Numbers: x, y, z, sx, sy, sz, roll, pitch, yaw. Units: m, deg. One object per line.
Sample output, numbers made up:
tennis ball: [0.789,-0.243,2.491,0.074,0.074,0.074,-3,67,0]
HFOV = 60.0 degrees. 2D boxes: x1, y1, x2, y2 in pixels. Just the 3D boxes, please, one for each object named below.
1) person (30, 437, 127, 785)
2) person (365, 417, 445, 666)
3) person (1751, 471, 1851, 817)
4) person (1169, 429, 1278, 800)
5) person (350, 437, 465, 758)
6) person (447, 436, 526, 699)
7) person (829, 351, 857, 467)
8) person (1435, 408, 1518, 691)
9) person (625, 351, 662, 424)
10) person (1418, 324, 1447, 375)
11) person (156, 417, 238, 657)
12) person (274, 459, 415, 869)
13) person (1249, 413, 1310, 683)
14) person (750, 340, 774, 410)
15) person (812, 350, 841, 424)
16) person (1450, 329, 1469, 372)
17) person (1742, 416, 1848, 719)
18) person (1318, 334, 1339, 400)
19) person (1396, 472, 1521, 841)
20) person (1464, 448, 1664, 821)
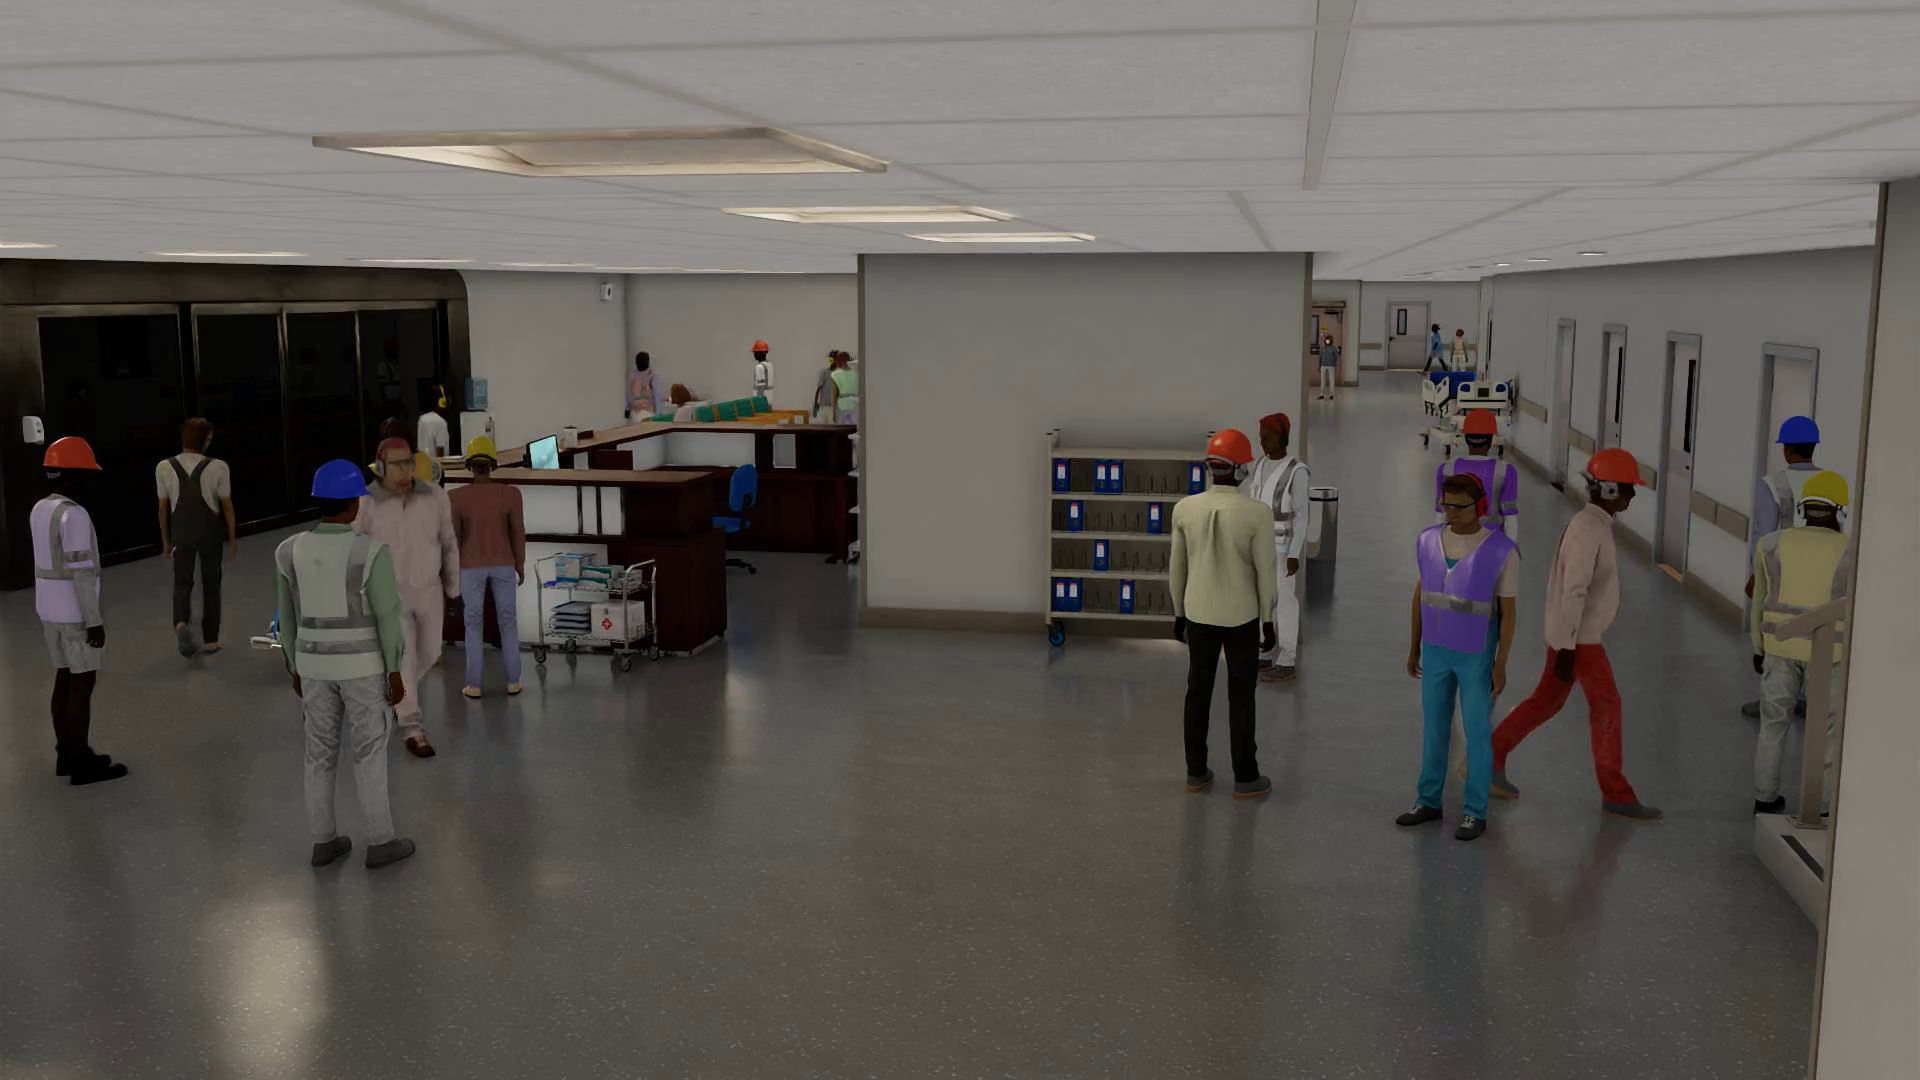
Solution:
person: [-4.921,0.390,9.272,0.545,1.929,0.390,7,11,41]
person: [-3.999,0.033,11.959,0.428,1.836,0.627,7,11,37]
person: [4.366,0.556,8.533,0.585,1.824,0.405,7,11,40]
person: [1.430,0.398,8.986,0.610,1.996,0.384,6,10,33]
person: [-3.351,0.305,10.004,0.642,1.881,0.874,-8,11,-41]
person: [-3.182,0.185,11.170,0.525,1.769,0.313,-4,9,-22]
person: [-1.744,-2.016,25.729,0.586,1.798,0.973,-6,10,-33]
person: [3.526,0.066,11.377,0.545,1.940,0.352,4,10,26]
person: [-4.856,-2.039,25.843,0.614,1.801,0.874,7,11,40]
person: [15.118,-6.038,52.880,0.920,1.637,0.531,-1,9,-4]
person: [-5.636,-0.006,12.286,0.527,1.811,0.716,-2,9,-14]
person: [-2.906,0.591,7.865,0.607,1.948,0.389,2,9,10]
person: [2.199,0.049,11.664,0.355,1.887,0.573,-4,10,-26]
person: [-3.147,-2.196,26.393,0.360,1.936,0.552,2,9,13]
person: [-2.119,-2.152,26.596,1.008,1.808,0.537,7,11,37]
person: [13.991,-5.095,46.617,0.513,1.640,0.313,5,10,32]
person: [5.277,0.188,10.540,0.614,1.944,0.395,-1,9,-9]
person: [9.156,-4.304,41.385,0.498,1.634,0.278,5,10,30]
person: [2.518,0.572,8.363,0.390,1.838,0.563,-8,12,-43]
person: [3.176,0.475,8.742,1.001,1.947,0.632,3,9,21]
